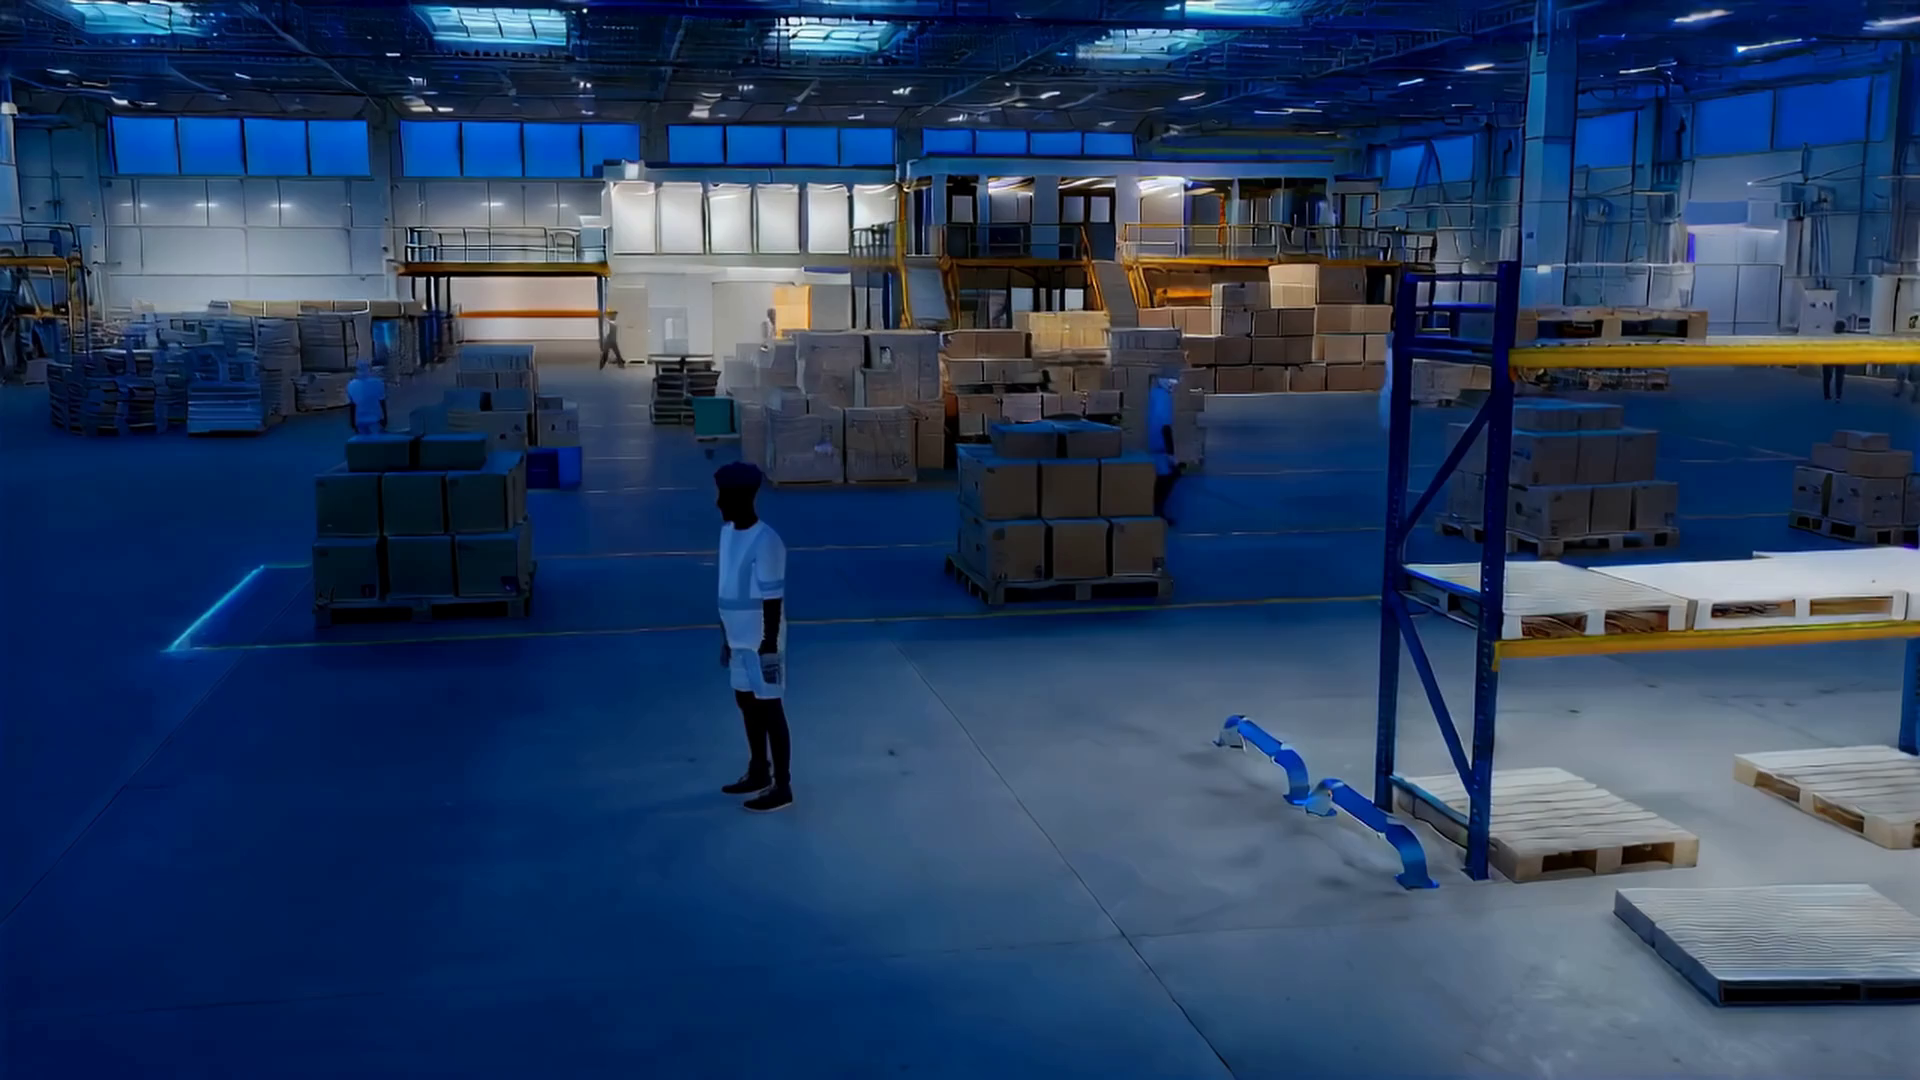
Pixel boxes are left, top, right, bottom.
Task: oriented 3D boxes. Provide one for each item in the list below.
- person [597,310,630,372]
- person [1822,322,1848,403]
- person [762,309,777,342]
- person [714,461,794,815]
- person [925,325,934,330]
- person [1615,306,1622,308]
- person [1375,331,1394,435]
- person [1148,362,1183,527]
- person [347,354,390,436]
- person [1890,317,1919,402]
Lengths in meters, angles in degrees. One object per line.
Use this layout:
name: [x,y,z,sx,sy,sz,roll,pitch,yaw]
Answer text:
person: [-10.000,-5.695,47.679,1.012,1.796,0.508,4,10,22]
person: [19.611,-3.989,37.264,0.617,1.802,0.972,3,10,20]
person: [-5.087,-5.207,44.348,0.517,1.904,0.590,5,10,26]
person: [-1.160,0.531,9.211,0.392,1.956,0.605,-6,11,-30]
person: [-0.806,-3.946,37.213,0.665,1.725,0.492,4,10,24]
person: [20.802,-6.559,52.923,0.642,1.779,0.927,6,11,31]
person: [7.697,-2.795,29.736,0.594,1.863,0.588,7,12,38]
person: [2.376,-1.094,19.213,0.441,1.916,0.566,1,9,5]
person: [-7.981,-1.597,22.510,0.529,1.849,0.794,-1,9,-9]
person: [21.307,-4.055,37.323,0.644,1.891,0.984,1,9,7]
